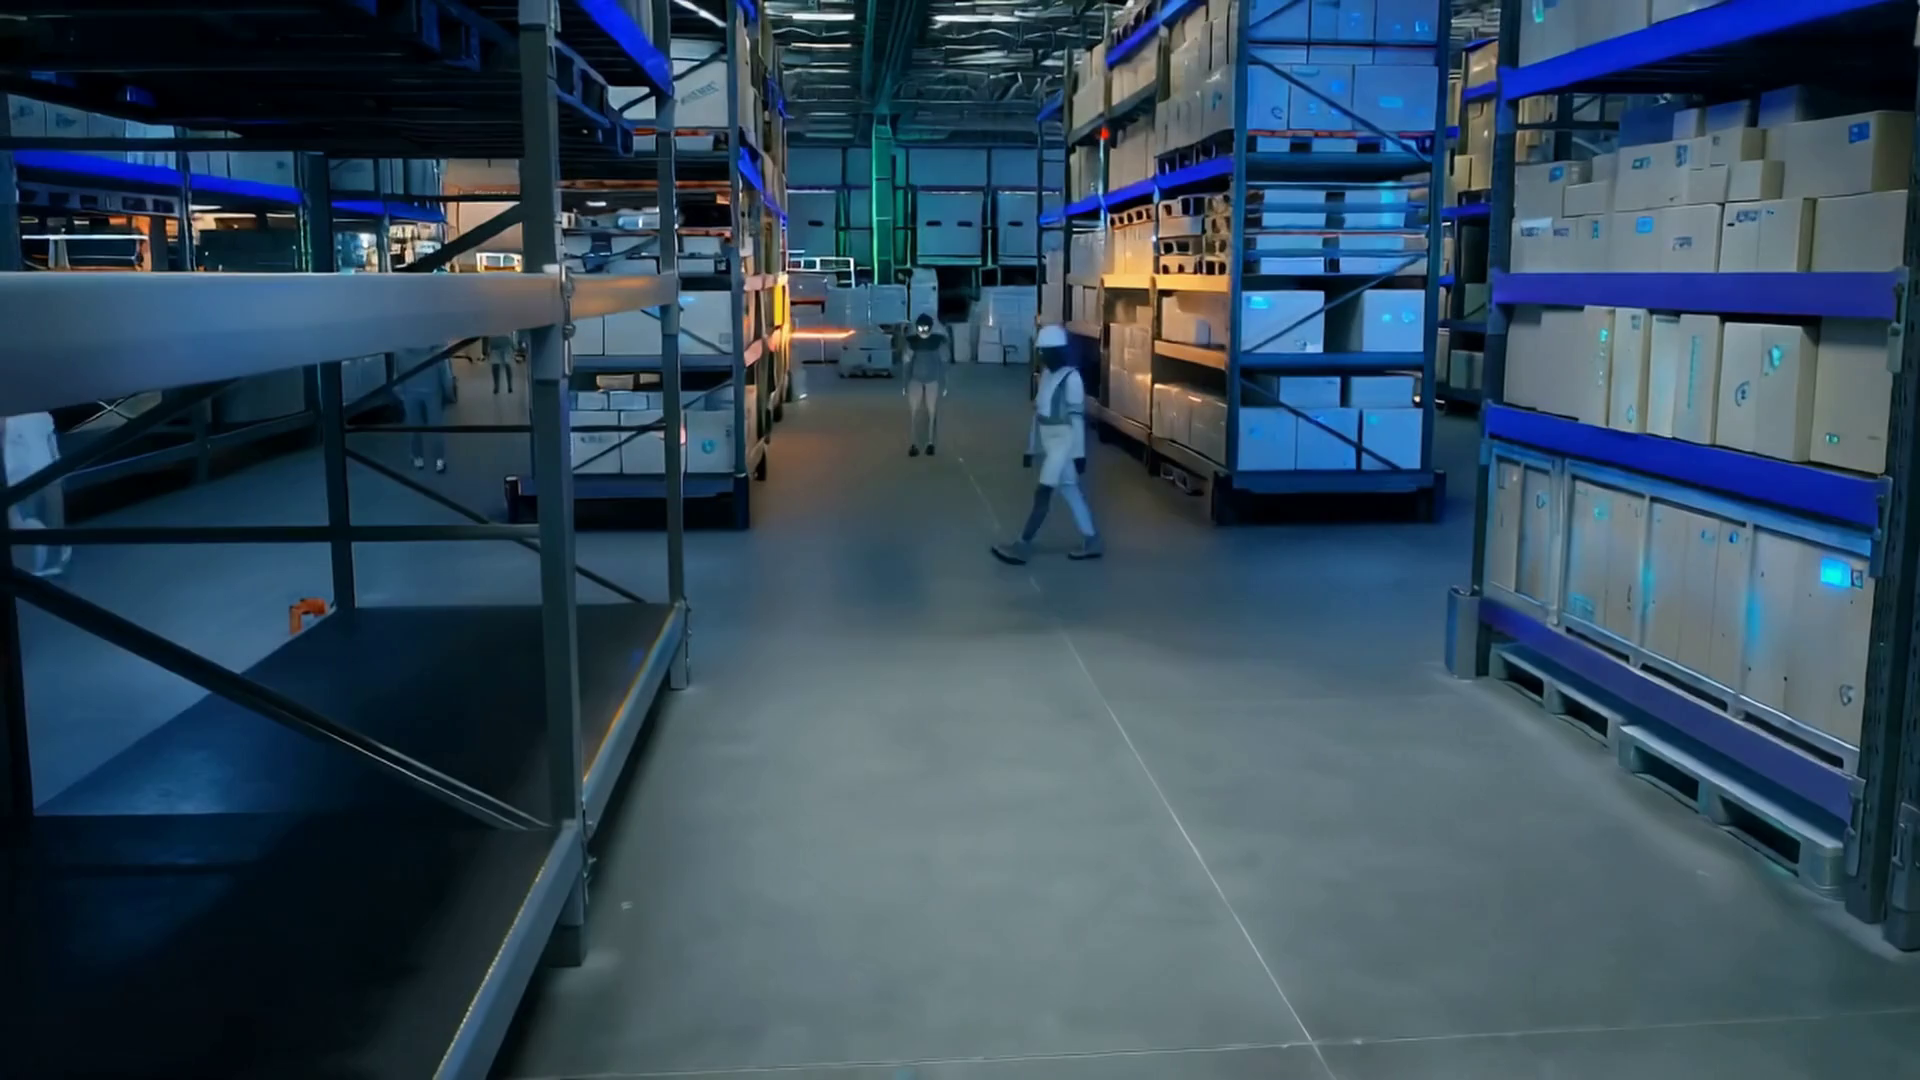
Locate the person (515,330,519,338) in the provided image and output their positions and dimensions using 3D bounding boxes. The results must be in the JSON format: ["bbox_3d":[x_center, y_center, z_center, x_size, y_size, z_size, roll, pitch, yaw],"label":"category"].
[{"bbox_3d":[-16.343,-8.460,62.475,0.593,1.861,0.744,7,11,38],"label":"person"}]

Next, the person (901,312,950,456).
[{"bbox_3d":[-0.476,-2.063,22.118,0.666,1.906,0.831,1,9,7],"label":"person"}]

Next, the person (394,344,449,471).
[{"bbox_3d":[-6.644,-1.785,20.556,0.648,1.855,0.986,-4,10,-22],"label":"person"}]

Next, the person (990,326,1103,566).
[{"bbox_3d":[0.753,-0.781,13.847,1.066,1.983,0.627,-3,10,-20],"label":"person"}]

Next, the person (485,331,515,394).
[{"bbox_3d":[-9.283,-3.915,33.586,0.605,1.962,0.373,-3,10,-20],"label":"person"}]

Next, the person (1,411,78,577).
[{"bbox_3d":[-7.186,-0.469,13.042,0.540,1.617,0.524,3,9,16],"label":"person"}]
